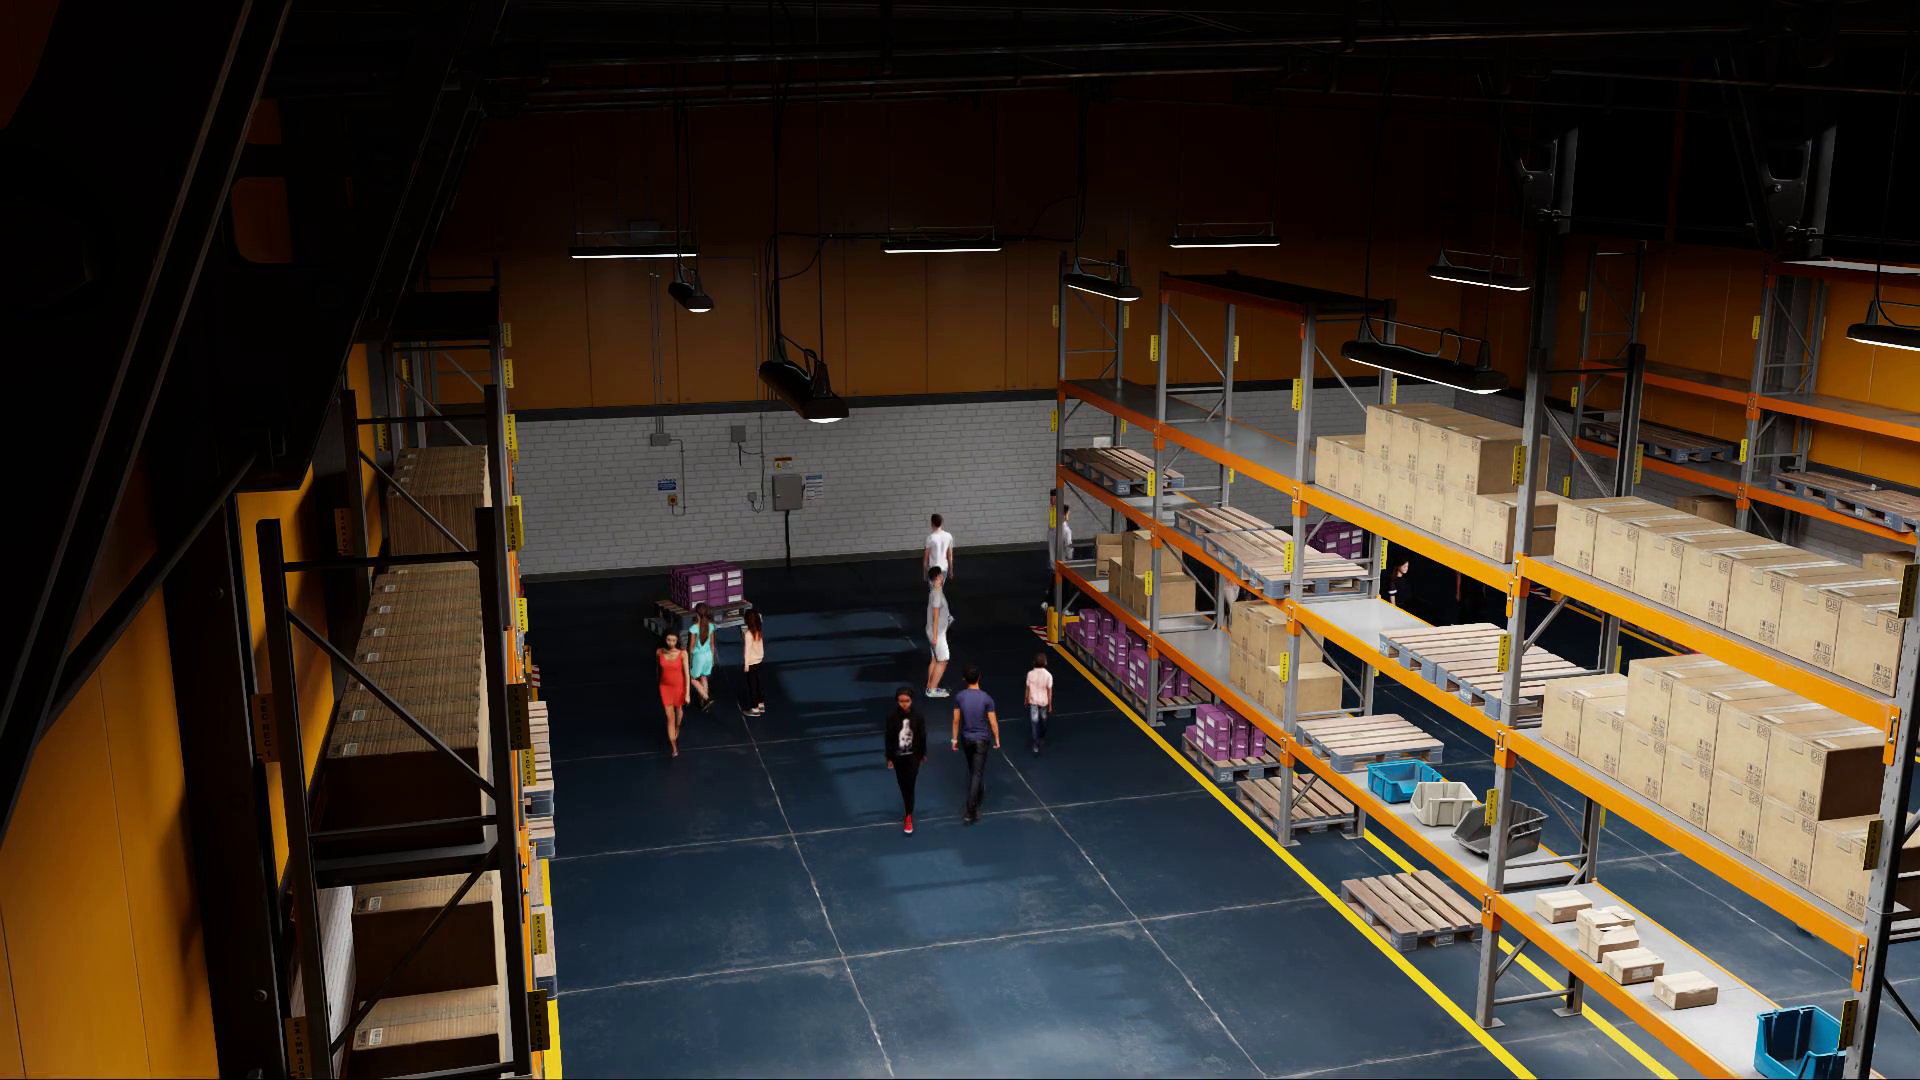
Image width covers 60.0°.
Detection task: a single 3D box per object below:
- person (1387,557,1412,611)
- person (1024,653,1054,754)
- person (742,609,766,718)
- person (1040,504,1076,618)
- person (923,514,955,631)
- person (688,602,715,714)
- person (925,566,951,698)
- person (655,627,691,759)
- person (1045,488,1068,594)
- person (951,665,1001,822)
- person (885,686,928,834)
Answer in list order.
[{"bbox_3d":[6.452,1.032,24.677,0.769,1.637,0.714,9,16,32],"label":"person"},{"bbox_3d":[0.989,2.080,21.089,0.703,1.289,0.961,1,14,4],"label":"person"},{"bbox_3d":[-2.791,1.644,22.482,0.692,1.482,0.578,3,14,13],"label":"person"},{"bbox_3d":[1.543,0.371,26.826,0.923,1.911,0.921,-9,16,-34],"label":"person"},{"bbox_3d":[-0.304,0.530,26.363,0.929,1.820,1.255,-9,16,-33],"label":"person"},{"bbox_3d":[-3.464,1.615,22.457,0.709,1.548,0.833,-10,17,-37],"label":"person"},{"bbox_3d":[-0.362,1.315,23.161,0.865,1.801,0.568,2,14,6],"label":"person"},{"bbox_3d":[-3.653,1.897,21.091,0.716,1.643,1.234,-1,14,-2],"label":"person"},{"bbox_3d":[1.725,0.041,28.250,0.804,1.881,0.567,-4,14,-15],"label":"person"},{"bbox_3d":[0.144,2.357,19.024,1.087,1.722,1.269,5,14,19],"label":"person"},{"bbox_3d":[-0.611,2.428,18.919,0.837,1.633,1.207,0,14,0],"label":"person"}]
